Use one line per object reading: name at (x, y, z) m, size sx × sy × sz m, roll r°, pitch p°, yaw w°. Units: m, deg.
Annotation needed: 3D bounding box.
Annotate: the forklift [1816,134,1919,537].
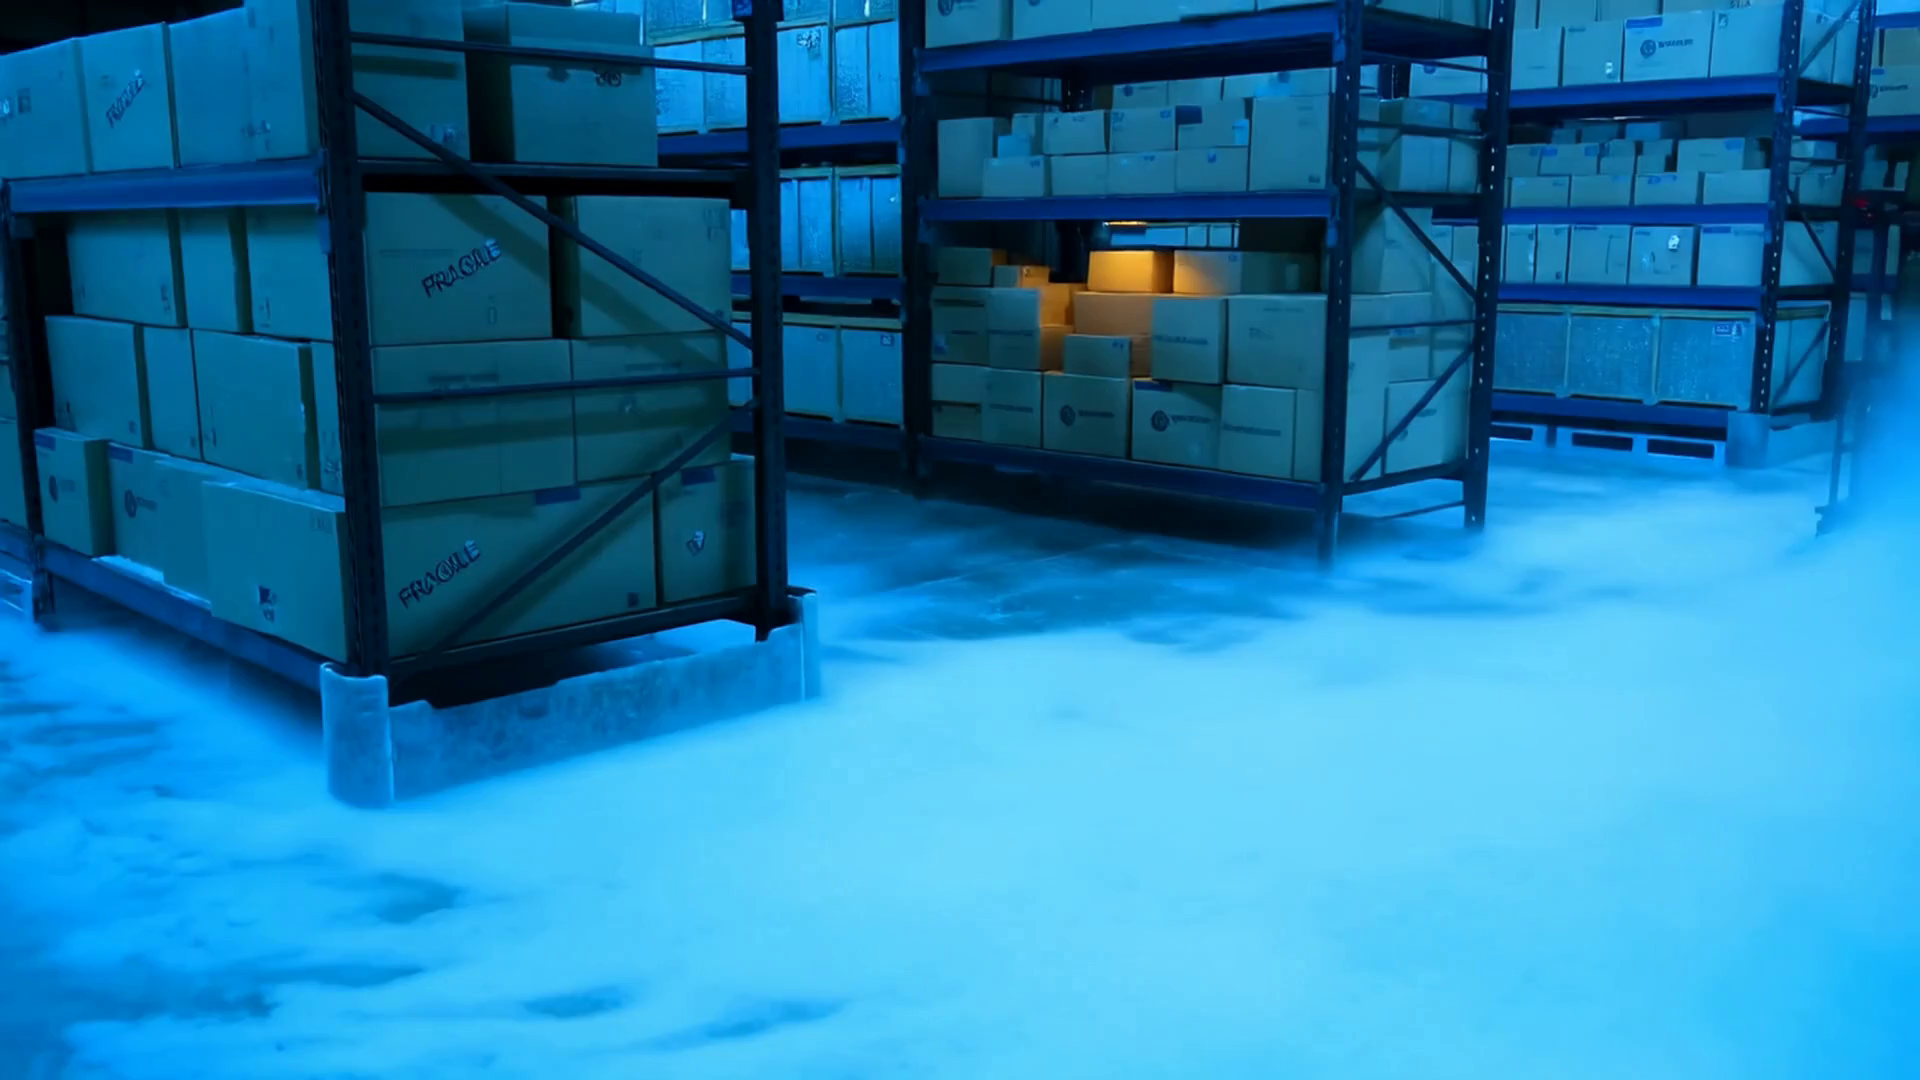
forklift at (7.016, -1.420, 11.594) m, size 1.873 × 2.768 × 1.129 m, roll -10°, pitch 14°, yaw -44°
